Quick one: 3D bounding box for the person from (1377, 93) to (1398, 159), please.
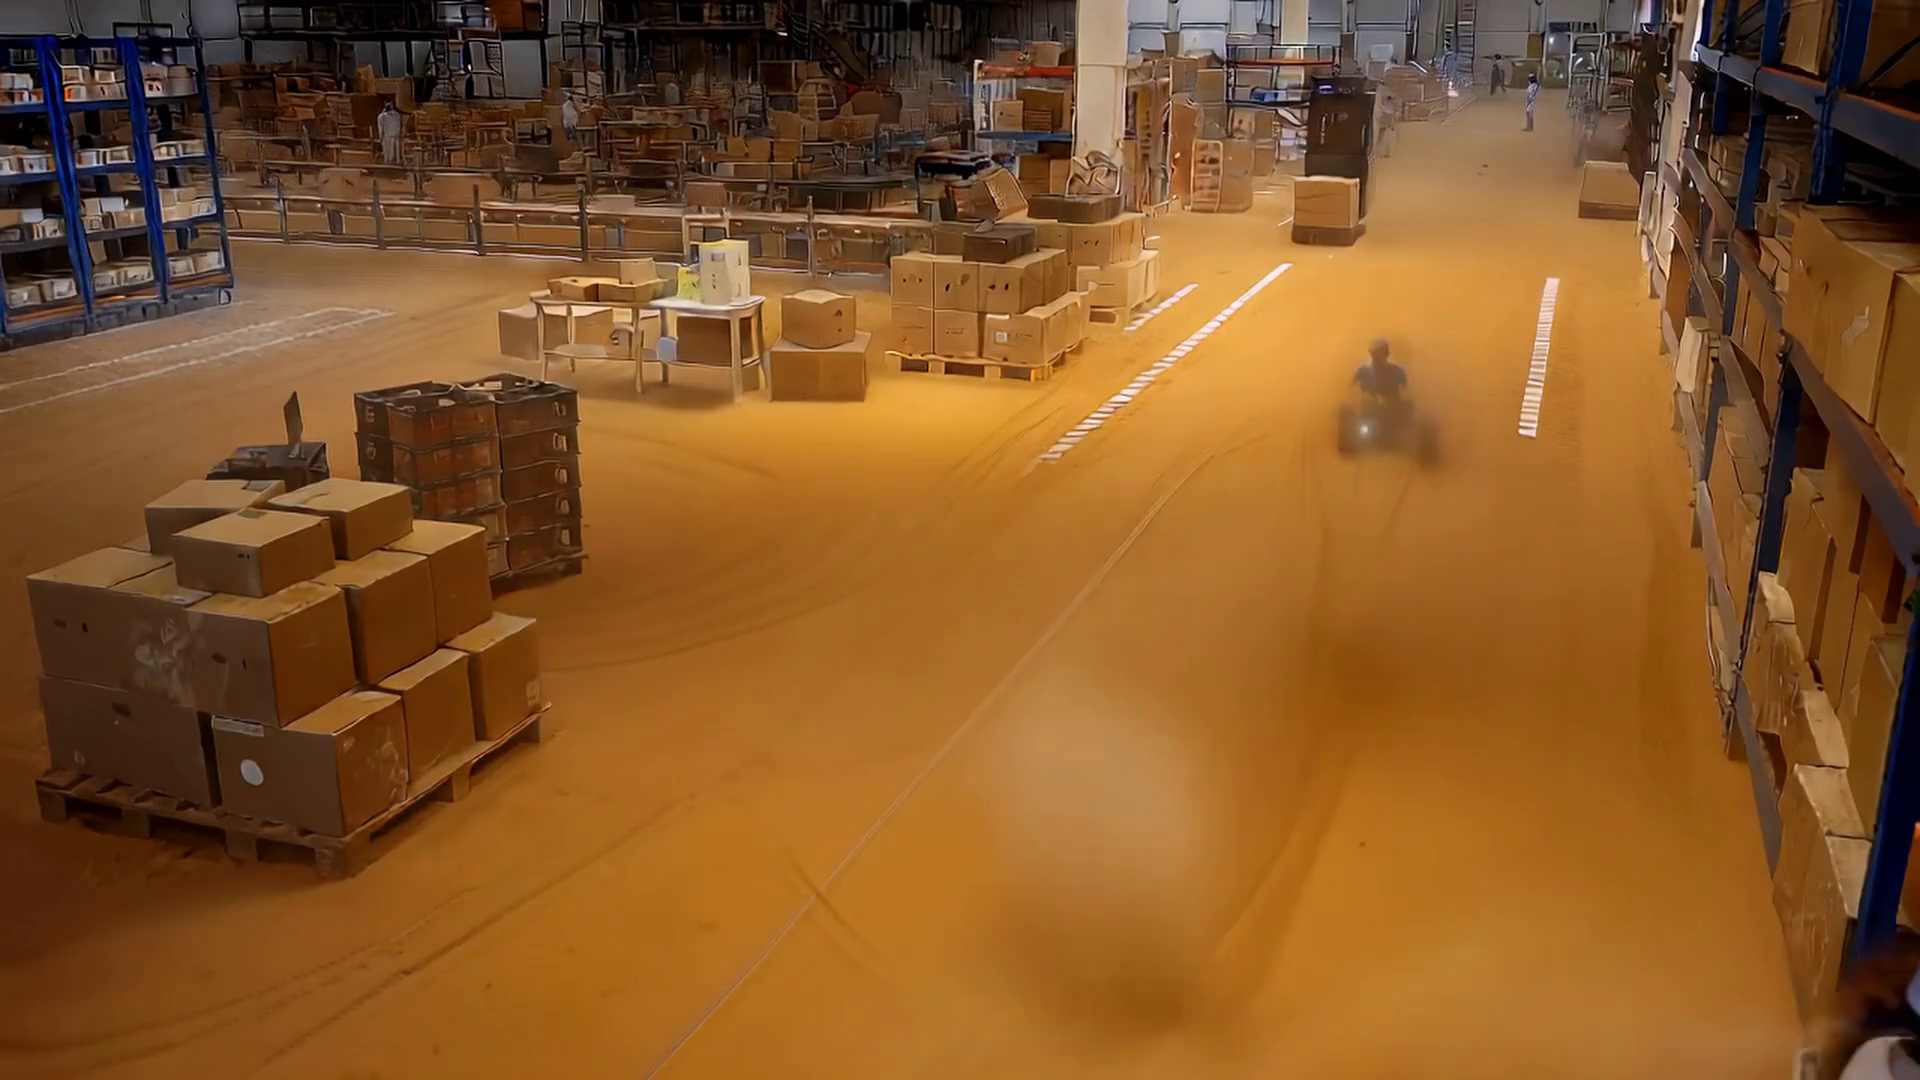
[{"bbox_3d":[11.707,-11.331,45.566,0.528,1.767,0.330,0,18,1],"label":"person"}]

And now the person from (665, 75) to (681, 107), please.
[{"bbox_3d":[-9.675,-14.769,56.267,0.595,1.828,0.403,9,20,27],"label":"person"}]

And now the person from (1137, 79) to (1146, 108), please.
[{"bbox_3d":[6.348,-15.295,57.781,0.664,1.918,0.553,5,18,16],"label":"person"}]

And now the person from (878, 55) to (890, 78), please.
[{"bbox_3d":[-3.803,-23.112,82.494,0.604,1.827,1.002,11,21,30],"label":"person"}]

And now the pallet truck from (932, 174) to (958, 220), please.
[{"bbox_3d":[-0.507,-5.292,27.348,0.653,1.274,1.630,6,19,19],"label":"pallet truck"}]

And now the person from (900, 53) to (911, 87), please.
[{"bbox_3d":[-2.740,-23.568,83.810,0.570,1.884,0.971,1,18,4],"label":"person"}]

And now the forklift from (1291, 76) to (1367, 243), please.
[{"bbox_3d":[6.598,-6.755,29.381,1.129,2.768,1.873,6,19,19],"label":"forklift"}]

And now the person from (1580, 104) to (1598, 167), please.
[{"bbox_3d":[16.336,-10.498,43.204,0.402,1.605,0.620,-6,19,-17],"label":"person"}]

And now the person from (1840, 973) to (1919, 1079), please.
[{"bbox_3d":[2.116,1.810,4.045,0.669,1.920,0.627,9,20,26],"label":"person"}]

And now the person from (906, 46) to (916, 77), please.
[{"bbox_3d":[-3.000,-29.218,101.650,0.630,1.840,0.429,-7,19,-20],"label":"person"}]

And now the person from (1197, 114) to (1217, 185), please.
[{"bbox_3d":[5.780,-9.111,38.810,0.270,1.631,0.507,-11,21,-30],"label":"person"}]

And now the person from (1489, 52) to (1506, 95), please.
[{"bbox_3d":[25.890,-22.431,79.997,0.704,2.000,0.692,0,18,-1],"label":"person"}]

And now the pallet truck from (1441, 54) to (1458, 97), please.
[{"bbox_3d":[22.765,-21.886,78.355,0.823,1.965,1.885,-4,18,-14],"label":"pallet truck"}]

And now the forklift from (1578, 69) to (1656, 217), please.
[{"bbox_3d":[13.219,-7.740,32.475,1.873,2.768,1.129,6,19,18],"label":"forklift"}]

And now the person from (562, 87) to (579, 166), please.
[{"bbox_3d":[-10.138,-10.812,43.503,0.394,2.034,0.605,3,18,8],"label":"person"}]

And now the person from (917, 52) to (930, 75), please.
[{"bbox_3d":[-1.831,-23.133,82.360,0.607,1.933,1.052,2,18,6],"label":"person"}]

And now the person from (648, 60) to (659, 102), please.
[{"bbox_3d":[-13.698,-20.560,74.469,0.699,1.819,0.527,-10,20,-29],"label":"person"}]

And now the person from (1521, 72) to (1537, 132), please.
[{"bbox_3d":[19.197,-14.764,56.073,0.361,1.939,0.543,14,22,37],"label":"person"}]

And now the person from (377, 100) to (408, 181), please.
[{"bbox_3d":[-13.590,-9.579,39.856,0.402,1.899,0.630,17,24,42],"label":"person"}]

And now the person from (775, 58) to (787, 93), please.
[{"bbox_3d":[-8.236,-21.261,76.616,1.015,1.872,0.611,-11,21,-31],"label":"person"}]

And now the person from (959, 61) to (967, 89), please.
[{"bbox_3d":[0.174,-21.116,76.434,0.920,1.692,0.505,-10,20,-29],"label":"person"}]

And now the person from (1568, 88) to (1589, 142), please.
[{"bbox_3d":[19.270,-13.195,51.654,0.539,1.618,0.517,-13,22,-36],"label":"person"}]

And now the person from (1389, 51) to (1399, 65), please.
[{"bbox_3d":[23.346,-25.340,89.467,0.502,1.847,0.564,-17,24,-42],"label":"person"}]

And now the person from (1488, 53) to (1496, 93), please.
[{"bbox_3d":[26.539,-23.217,82.664,0.502,1.913,0.623,-6,19,-18],"label":"person"}]

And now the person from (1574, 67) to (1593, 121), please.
[{"bbox_3d":[22.947,-16.407,61.225,0.606,1.950,0.386,1,18,4],"label":"person"}]

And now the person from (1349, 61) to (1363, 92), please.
[{"bbox_3d":[16.612,-19.122,69.804,0.544,1.919,0.434,-6,19,-18],"label":"person"}]
